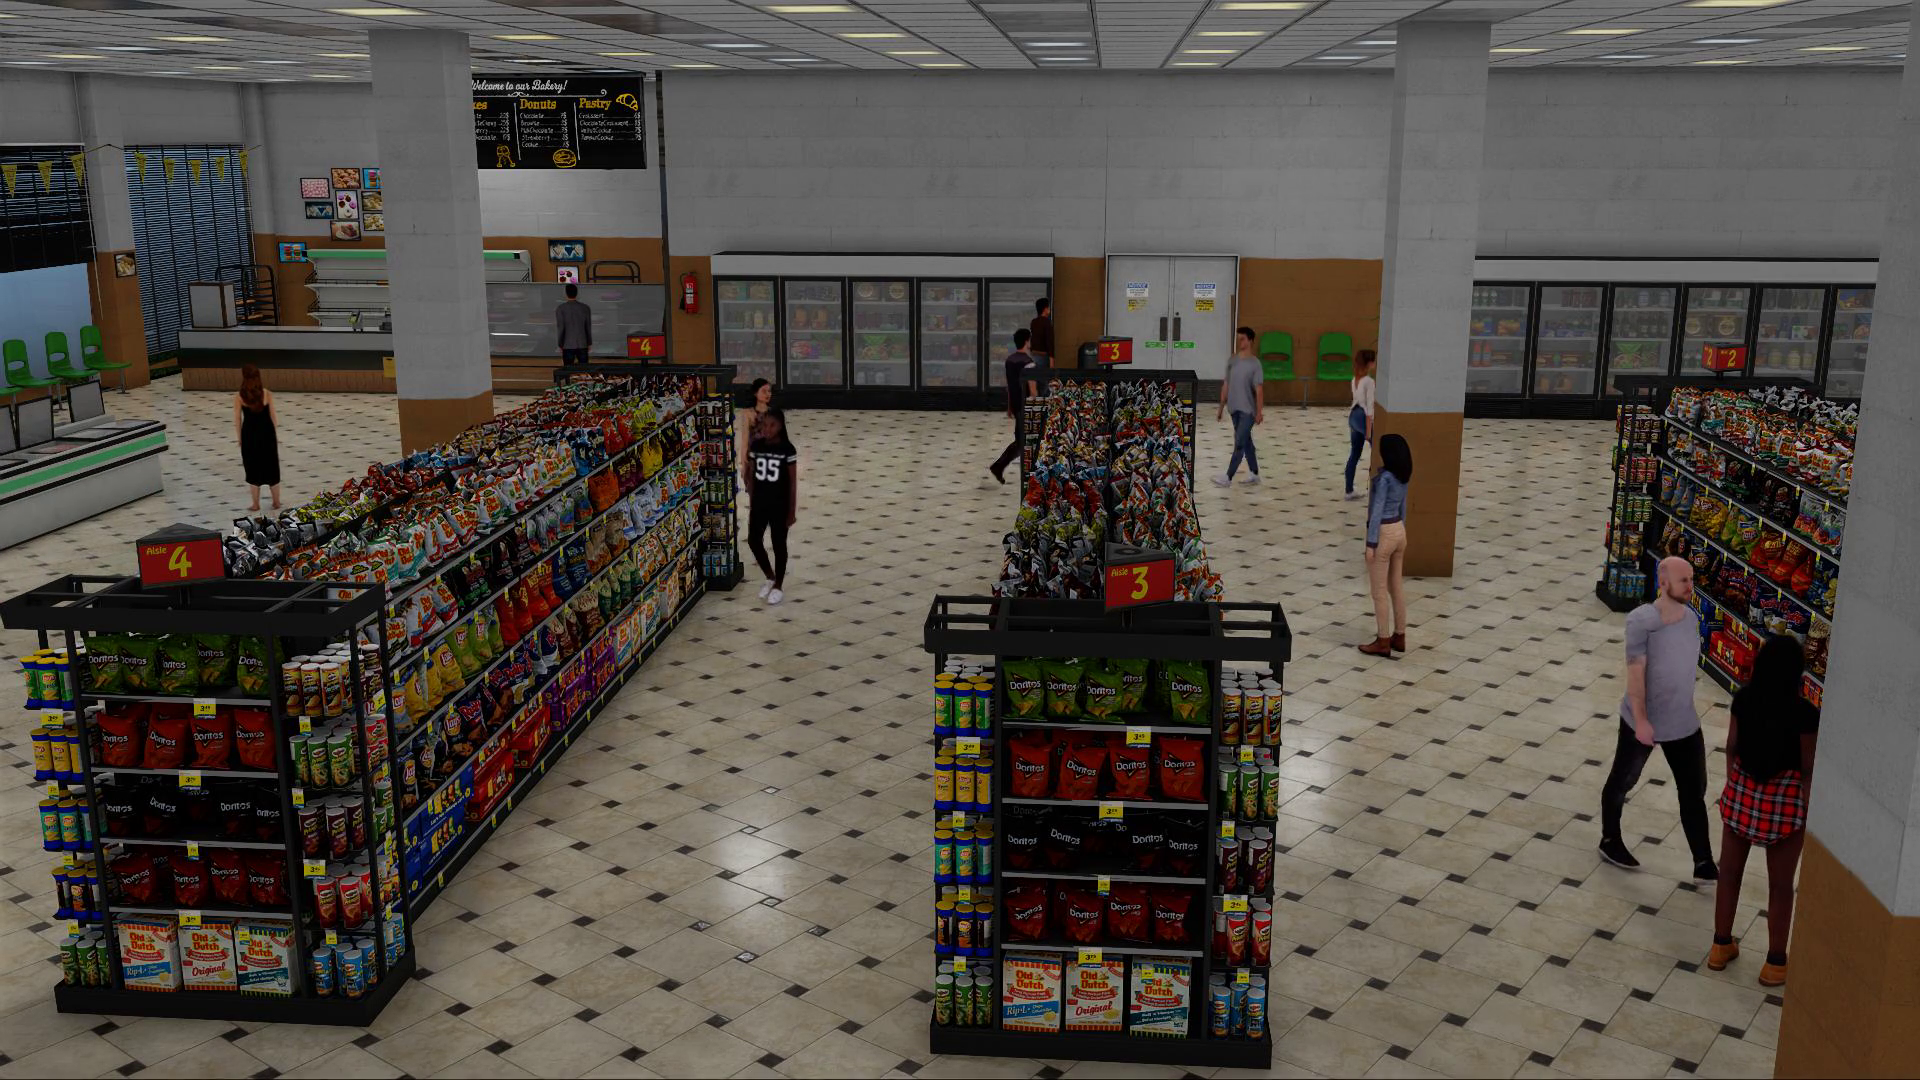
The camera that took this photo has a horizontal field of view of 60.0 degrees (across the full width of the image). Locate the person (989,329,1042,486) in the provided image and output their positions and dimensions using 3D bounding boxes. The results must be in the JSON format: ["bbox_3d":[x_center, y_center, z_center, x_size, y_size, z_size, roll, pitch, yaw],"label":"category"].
[{"bbox_3d":[0.681,-1.532,19.492,1.133,1.822,1.158,-8,16,-31],"label":"person"}]

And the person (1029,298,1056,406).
[{"bbox_3d":[1.163,-2.592,23.958,0.772,1.778,0.680,-9,16,-33],"label":"person"}]

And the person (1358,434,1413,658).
[{"bbox_3d":[3.387,0.032,13.158,0.697,1.769,0.765,-12,18,-41],"label":"person"}]

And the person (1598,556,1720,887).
[{"bbox_3d":[3.788,0.973,9.200,0.948,1.806,1.158,-5,14,-18],"label":"person"}]

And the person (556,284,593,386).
[{"bbox_3d":[-5.837,-2.949,25.227,0.782,1.874,0.793,-7,15,-26],"label":"person"}]

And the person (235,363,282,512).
[{"bbox_3d":[-7.710,-1.128,18.256,0.679,1.622,0.713,-7,15,-25],"label":"person"}]

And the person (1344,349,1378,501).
[{"bbox_3d":[4.452,-1.276,18.678,0.812,1.709,0.746,-4,14,-14],"label":"person"}]

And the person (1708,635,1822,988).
[{"bbox_3d":[3.900,1.294,8.046,0.786,1.727,0.723,-11,17,-37],"label":"person"}]

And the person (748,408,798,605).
[{"bbox_3d":[-1.621,-0.309,14.665,0.674,1.723,0.681,4,14,16],"label":"person"}]

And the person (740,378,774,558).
[{"bbox_3d":[-1.984,-0.698,16.183,0.806,1.763,0.865,-11,17,-38],"label":"person"}]

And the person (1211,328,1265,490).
[{"bbox_3d":[3.386,-1.526,19.405,1.139,1.853,1.156,-8,16,-30],"label":"person"}]
